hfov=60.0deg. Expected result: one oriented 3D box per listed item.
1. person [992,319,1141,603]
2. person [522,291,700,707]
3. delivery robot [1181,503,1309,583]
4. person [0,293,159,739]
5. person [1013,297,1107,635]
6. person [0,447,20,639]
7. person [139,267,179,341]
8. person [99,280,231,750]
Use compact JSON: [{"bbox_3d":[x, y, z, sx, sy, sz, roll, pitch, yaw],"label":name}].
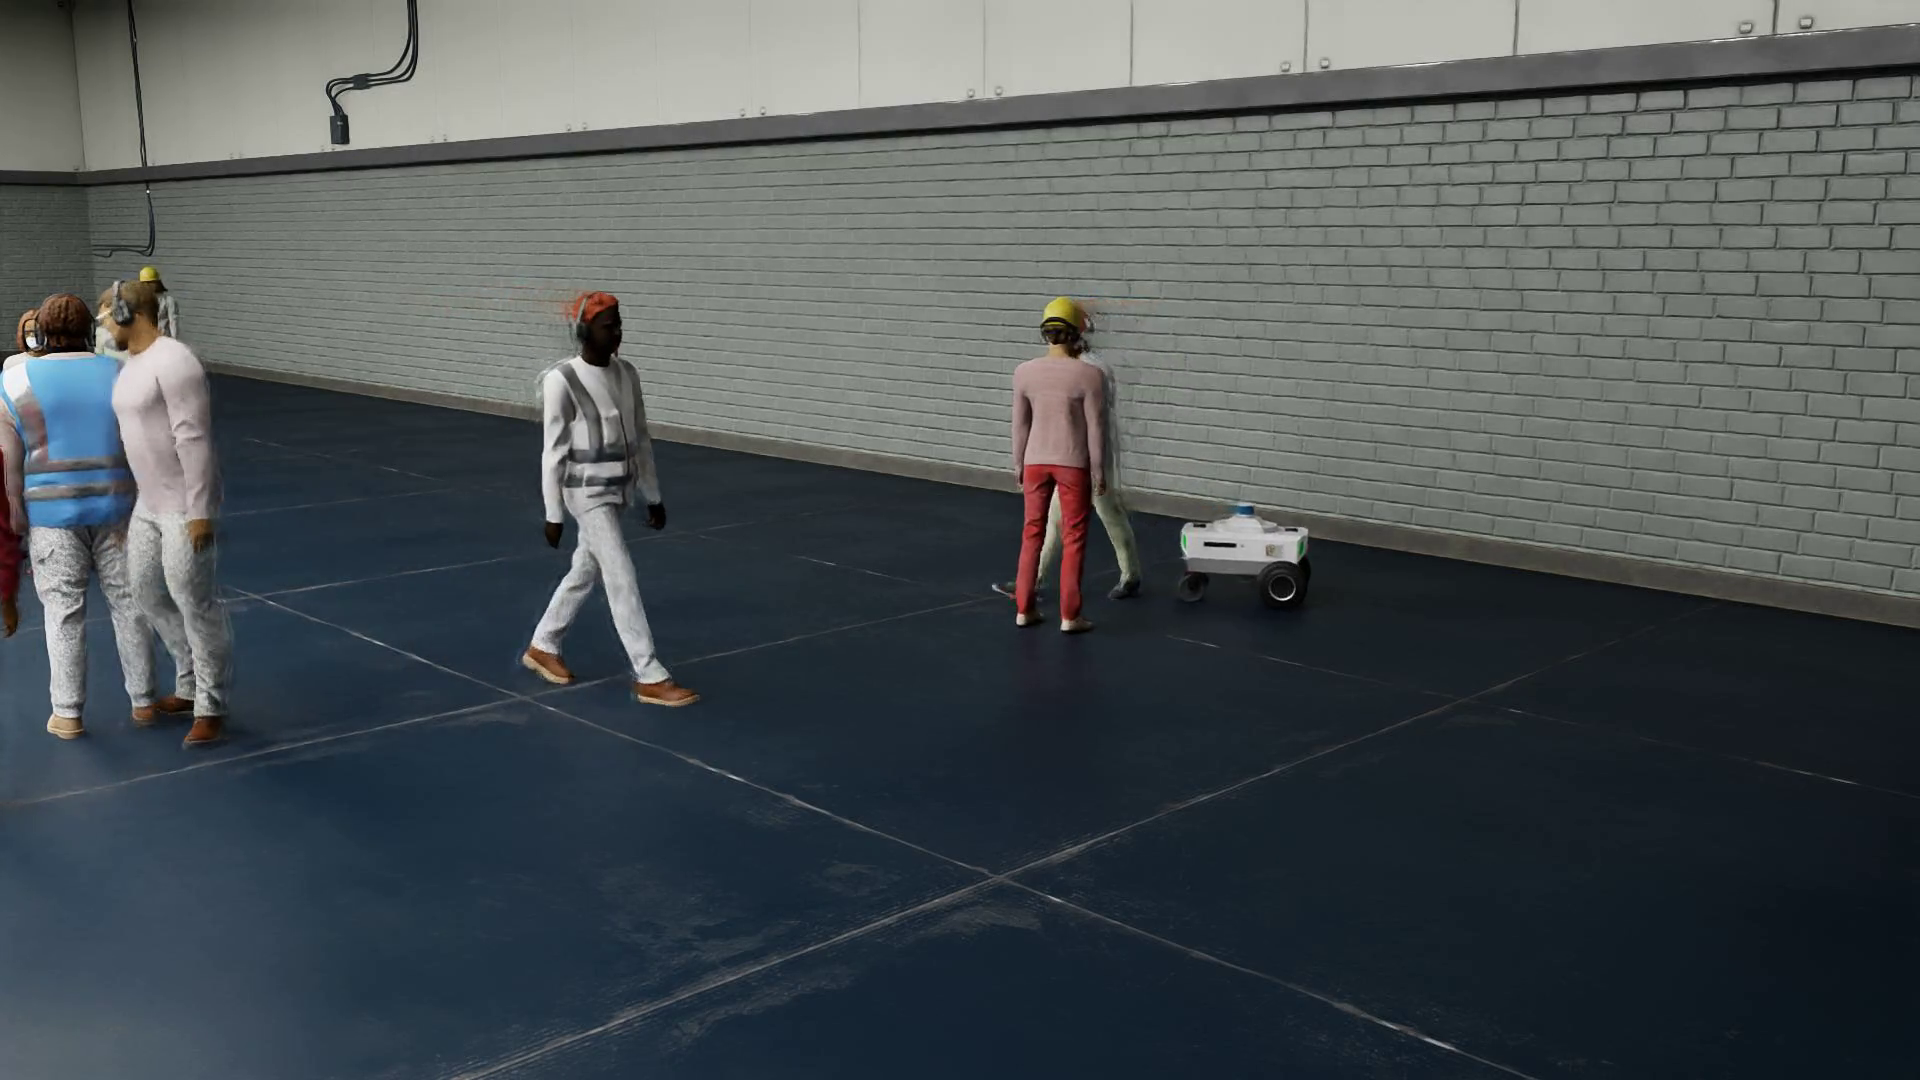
[{"bbox_3d":[0.664,-0.470,9.374,0.930,1.688,0.574,-5,11,-24],"label":"person"},{"bbox_3d":[-1.637,-0.193,7.483,1.007,1.839,0.583,5,11,24],"label":"person"},{"bbox_3d":[1.614,0.033,9.453,0.707,0.478,0.477,3,10,14],"label":"delivery robot"},{"bbox_3d":[-3.644,-0.097,6.917,0.626,1.844,0.429,-7,13,-35],"label":"person"},{"bbox_3d":[0.524,-0.385,8.728,0.528,1.758,0.350,5,12,26],"label":"person"},{"bbox_3d":[-3.612,0.155,5.854,0.571,1.730,0.568,-3,11,-16],"label":"person"},{"bbox_3d":[-8.932,-2.153,18.469,0.489,1.723,0.658,-2,11,-11],"label":"person"},{"bbox_3d":[-3.233,-0.105,6.837,0.708,1.900,0.361,9,14,41],"label":"person"}]
